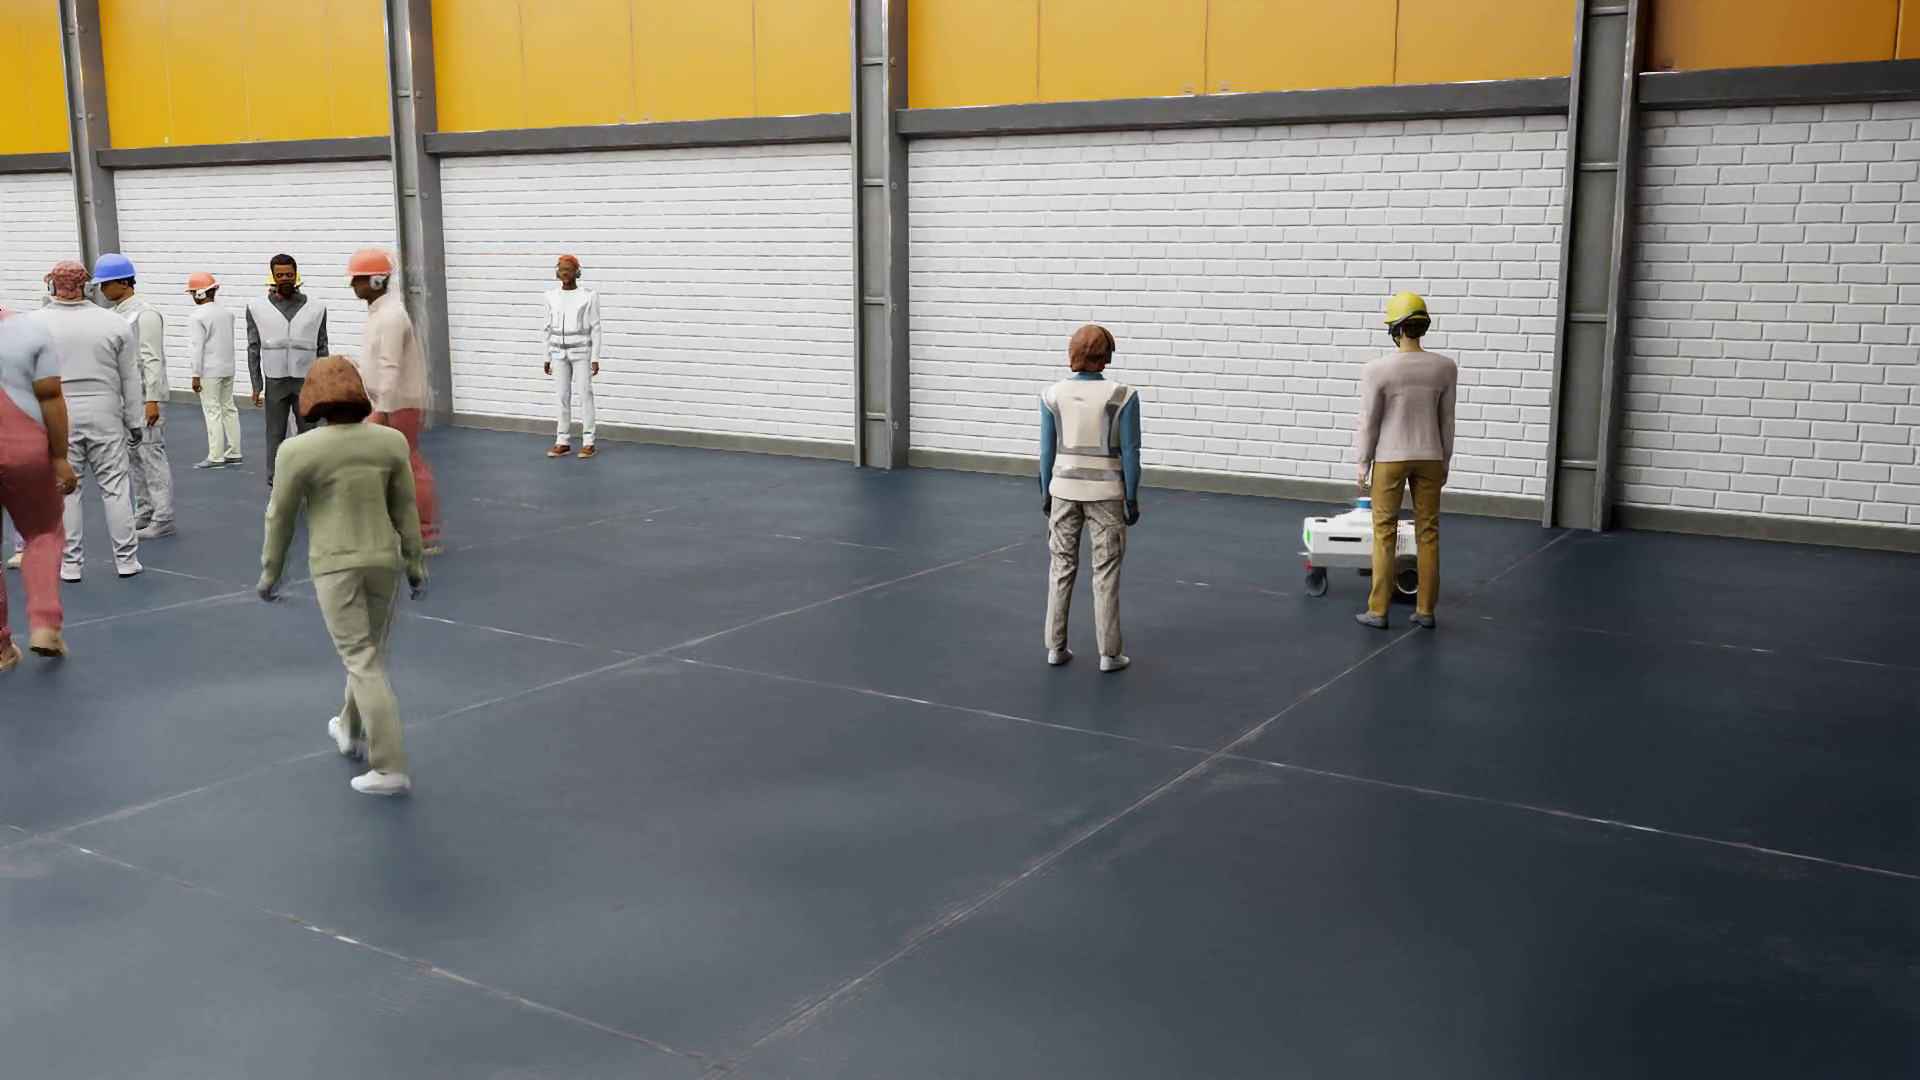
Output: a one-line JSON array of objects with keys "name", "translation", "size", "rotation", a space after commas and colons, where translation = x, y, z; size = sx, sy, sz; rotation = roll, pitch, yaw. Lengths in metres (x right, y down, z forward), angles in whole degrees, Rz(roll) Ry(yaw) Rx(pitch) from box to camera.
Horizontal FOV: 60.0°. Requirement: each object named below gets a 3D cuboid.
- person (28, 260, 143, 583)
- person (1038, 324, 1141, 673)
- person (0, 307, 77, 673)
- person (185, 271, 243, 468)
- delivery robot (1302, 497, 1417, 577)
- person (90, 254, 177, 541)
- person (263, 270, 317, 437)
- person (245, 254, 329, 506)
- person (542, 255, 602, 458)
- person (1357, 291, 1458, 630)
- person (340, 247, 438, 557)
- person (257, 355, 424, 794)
[{"name": "person", "translation": [-5.218, -0.702, 9.893], "size": [0.652, 1.906, 0.405], "rotation": [-6, 12, -30]}, {"name": "person", "translation": [0.605, -0.193, 7.847], "size": [0.514, 1.632, 0.315], "rotation": [5, 12, 27]}, {"name": "person", "translation": [-4.566, -0.396, 7.827], "size": [0.733, 2.000, 0.547], "rotation": [-4, 11, -20]}, {"name": "person", "translation": [-6.682, -1.514, 14.840], "size": [0.349, 1.744, 0.566], "rotation": [2, 10, 10]}, {"name": "delivery robot", "translation": [2.314, 0.001, 9.485], "size": [0.707, 0.478, 0.477], "rotation": [2, 10, 11]}, {"name": "person", "translation": [-5.619, -0.969, 11.316], "size": [0.619, 1.932, 0.420], "rotation": [8, 13, 36]}, {"name": "person", "translation": [-5.391, -1.303, 13.420], "size": [0.403, 1.835, 0.588], "rotation": [-4, 11, -22]}, {"name": "person", "translation": [-5.080, -1.202, 12.627], "size": [0.587, 1.920, 0.392], "rotation": [-6, 12, -29]}, {"name": "person", "translation": [-3.626, -1.704, 15.508], "size": [0.582, 1.884, 0.351], "rotation": [2, 11, 13]}, {"name": "person", "translation": [2.310, -0.404, 8.663], "size": [0.524, 1.761, 0.338], "rotation": [-1, 10, -7]}, {"name": "person", "translation": [-3.666, -0.848, 10.511], "size": [0.662, 1.968, 0.632], "rotation": [-7, 12, -34]}, {"name": "person", "translation": [-2.322, 0.111, 6.209], "size": [0.826, 1.588, 0.516], "rotation": [9, 14, 40]}]
